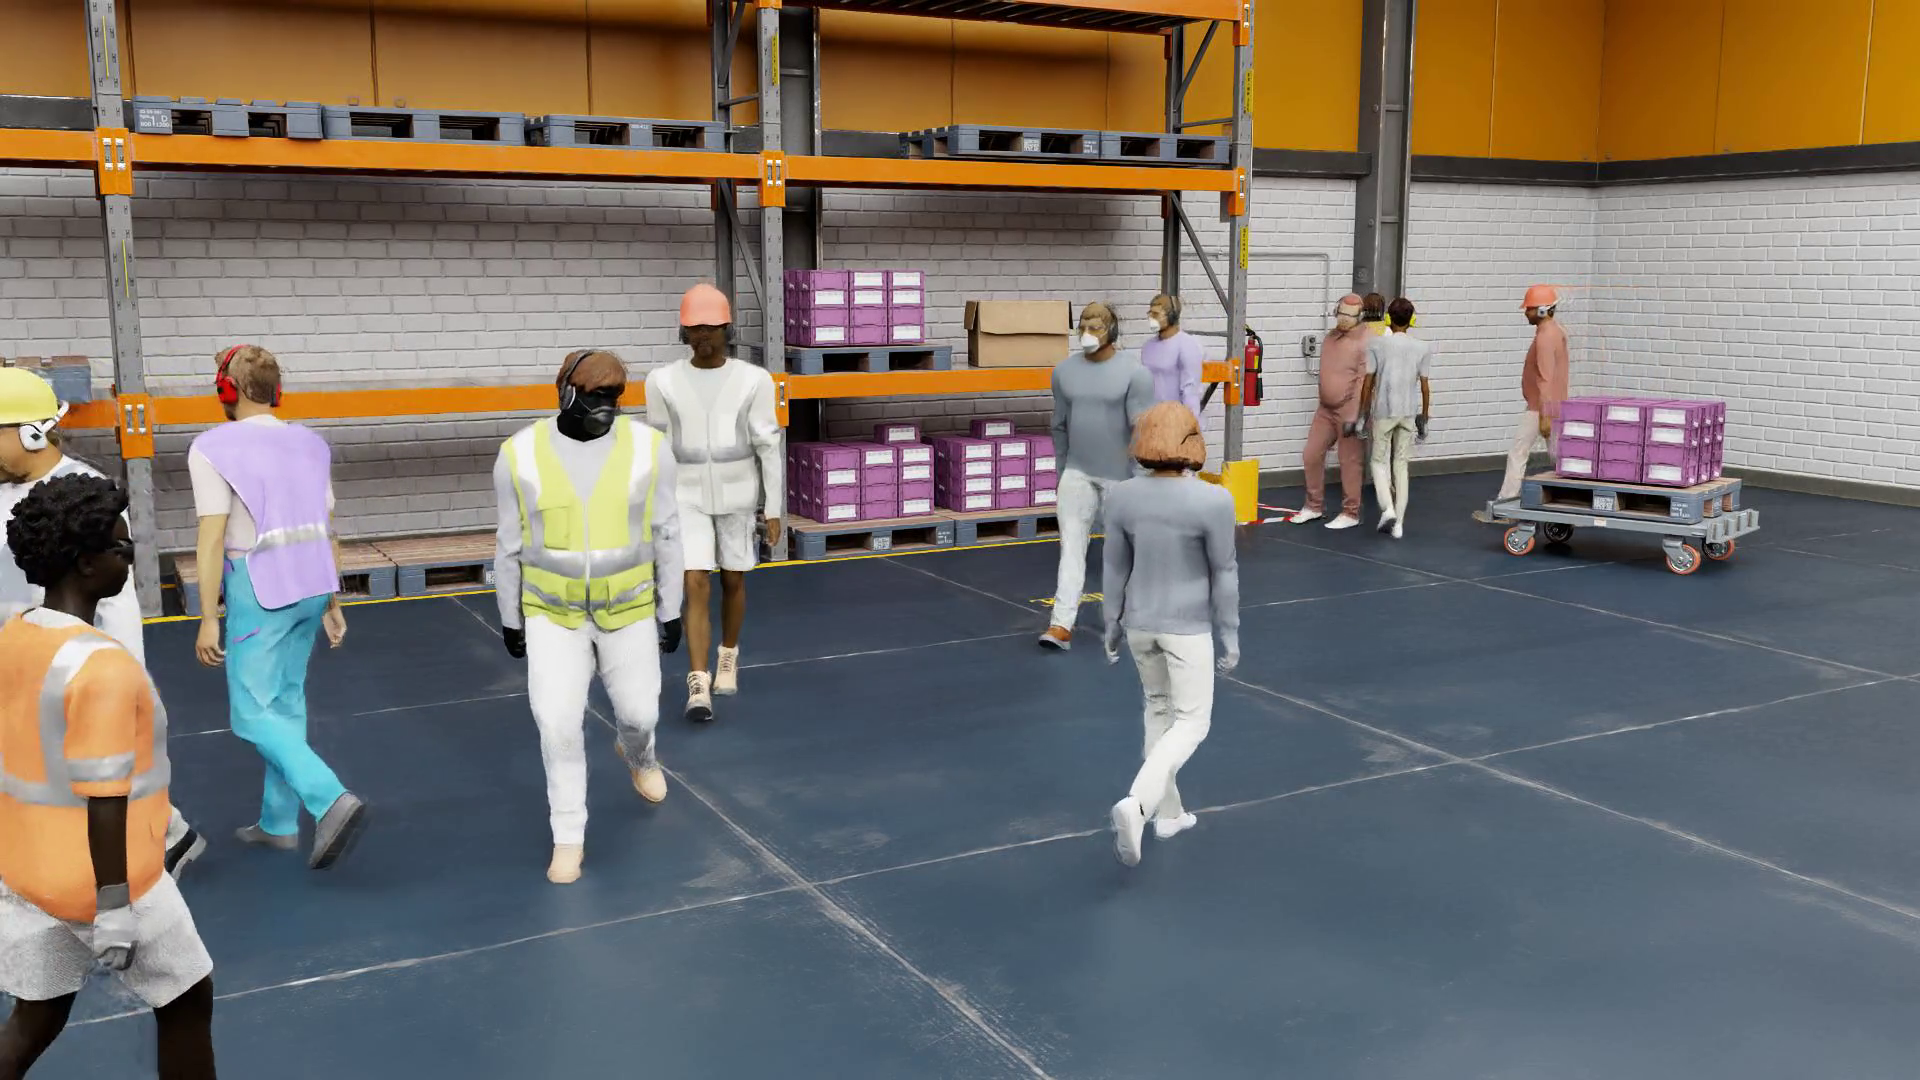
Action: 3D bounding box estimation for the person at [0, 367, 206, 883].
[{"bbox_3d":[-2.764,0.348,5.171,0.608,1.789,0.918,5,11,28],"label":"person"}]

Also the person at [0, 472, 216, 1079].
[{"bbox_3d":[-1.866,0.690,3.439,0.532,1.661,0.825,8,12,39],"label":"person"}]

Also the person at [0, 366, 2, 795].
[{"bbox_3d":[-3.346,0.256,5.824,0.297,1.744,0.487,-9,13,-44],"label":"person"}]

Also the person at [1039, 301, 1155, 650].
[{"bbox_3d":[0.761,-0.359,9.138,0.647,1.886,1.049,5,11,29],"label":"person"}]

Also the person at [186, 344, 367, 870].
[{"bbox_3d":[-2.303,0.238,5.752,0.686,1.814,0.628,4,10,23],"label":"person"}]

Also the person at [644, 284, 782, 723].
[{"bbox_3d":[-1.143,-0.179,7.722,0.630,1.984,1.031,-1,9,-5],"label":"person"}]

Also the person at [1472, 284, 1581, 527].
[{"bbox_3d":[4.703,-1.065,13.301,0.984,1.946,0.642,6,11,34],"label":"person"}]

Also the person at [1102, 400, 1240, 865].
[{"bbox_3d":[0.704,0.320,5.815,0.506,1.615,0.675,7,12,37],"label":"person"}]

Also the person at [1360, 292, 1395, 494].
[{"bbox_3d":[3.742,-1.325,15.158,0.622,1.845,0.429,4,10,25],"label":"person"}]

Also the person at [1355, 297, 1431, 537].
[{"bbox_3d":[3.318,-0.933,12.773,0.586,1.841,0.428,0,9,1],"label":"person"}]

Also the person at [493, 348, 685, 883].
[{"bbox_3d":[-1.299,0.223,5.862,0.652,1.812,0.735,-2,10,-12],"label":"person"}]

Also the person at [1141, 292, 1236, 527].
[{"bbox_3d":[1.532,-0.790,11.731,0.911,1.914,0.635,-5,11,-29],"label":"person"}]

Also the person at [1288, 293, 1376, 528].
[{"bbox_3d":[2.961,-0.993,13.059,0.648,1.875,0.683,-5,10,-27],"label":"person"}]
